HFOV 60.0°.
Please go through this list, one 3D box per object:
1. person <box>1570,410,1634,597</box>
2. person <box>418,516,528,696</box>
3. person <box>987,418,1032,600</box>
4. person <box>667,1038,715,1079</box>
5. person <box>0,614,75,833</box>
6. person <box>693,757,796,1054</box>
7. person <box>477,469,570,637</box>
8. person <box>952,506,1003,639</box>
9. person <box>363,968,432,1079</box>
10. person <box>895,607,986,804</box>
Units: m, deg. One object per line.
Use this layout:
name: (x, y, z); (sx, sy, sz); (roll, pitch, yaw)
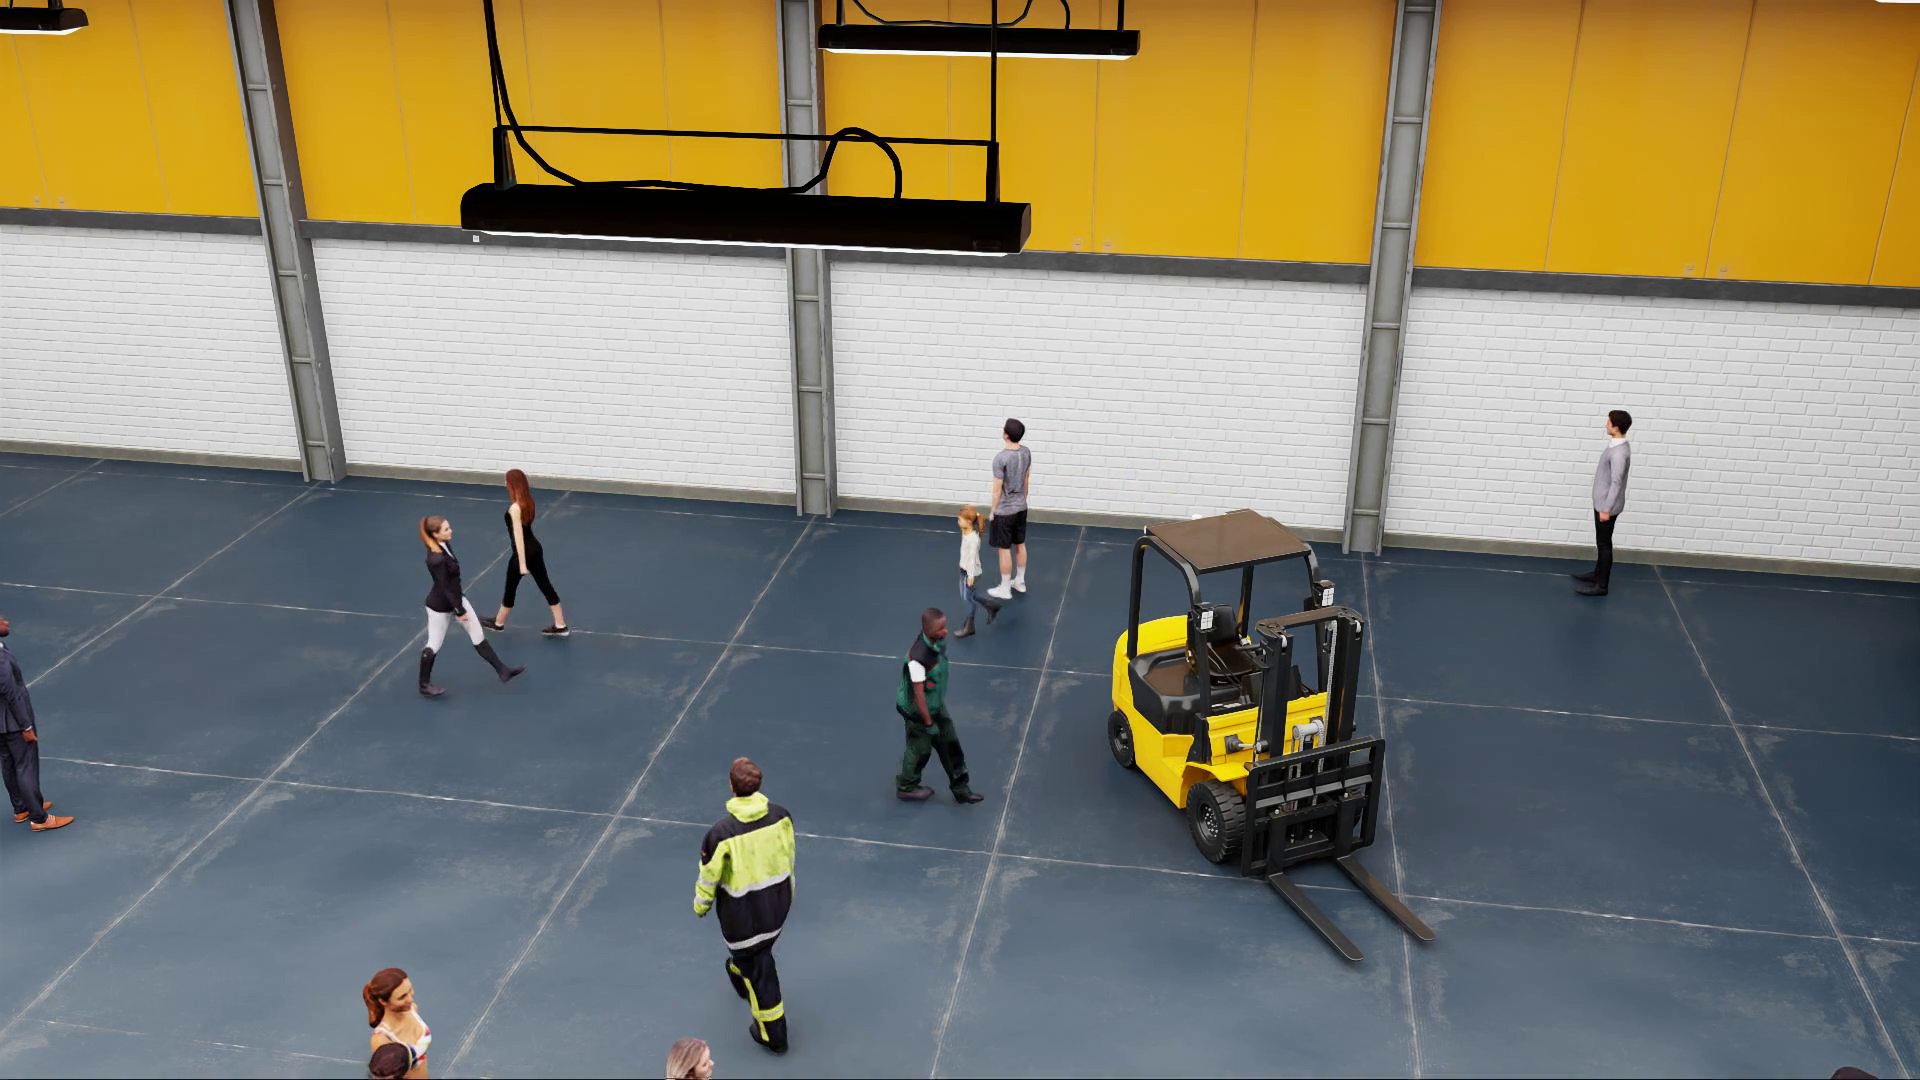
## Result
person: (6.443, -0.381, 16.503); (0.665, 1.920, 0.766); (7, 25, 16)
person: (-4.567, 0.623, 14.508); (1.216, 1.679, 0.756); (-1, 24, -3)
person: (0.507, -0.320, 16.425); (0.741, 1.872, 0.765); (-21, 31, -39)
person: (-1.353, 3.232, 8.509); (0.472, 1.703, 0.568); (4, 24, 9)
person: (-7.216, 1.361, 12.640); (0.718, 1.824, 0.850); (18, 29, 35)
person: (-1.247, 2.309, 10.326); (1.182, 1.939, 1.283); (-20, 31, -38)
person: (-3.970, 0.165, 15.549); (1.093, 1.685, 0.604); (4, 24, 10)
person: (0.165, 0.293, 15.731); (0.812, 1.305, 0.681); (-8, 25, -18)
person: (-2.948, 3.024, 8.876); (0.520, 1.790, 0.564); (4, 24, 9)
person: (-0.351, 1.298, 12.828); (1.035, 1.789, 0.864); (6, 24, 13)
